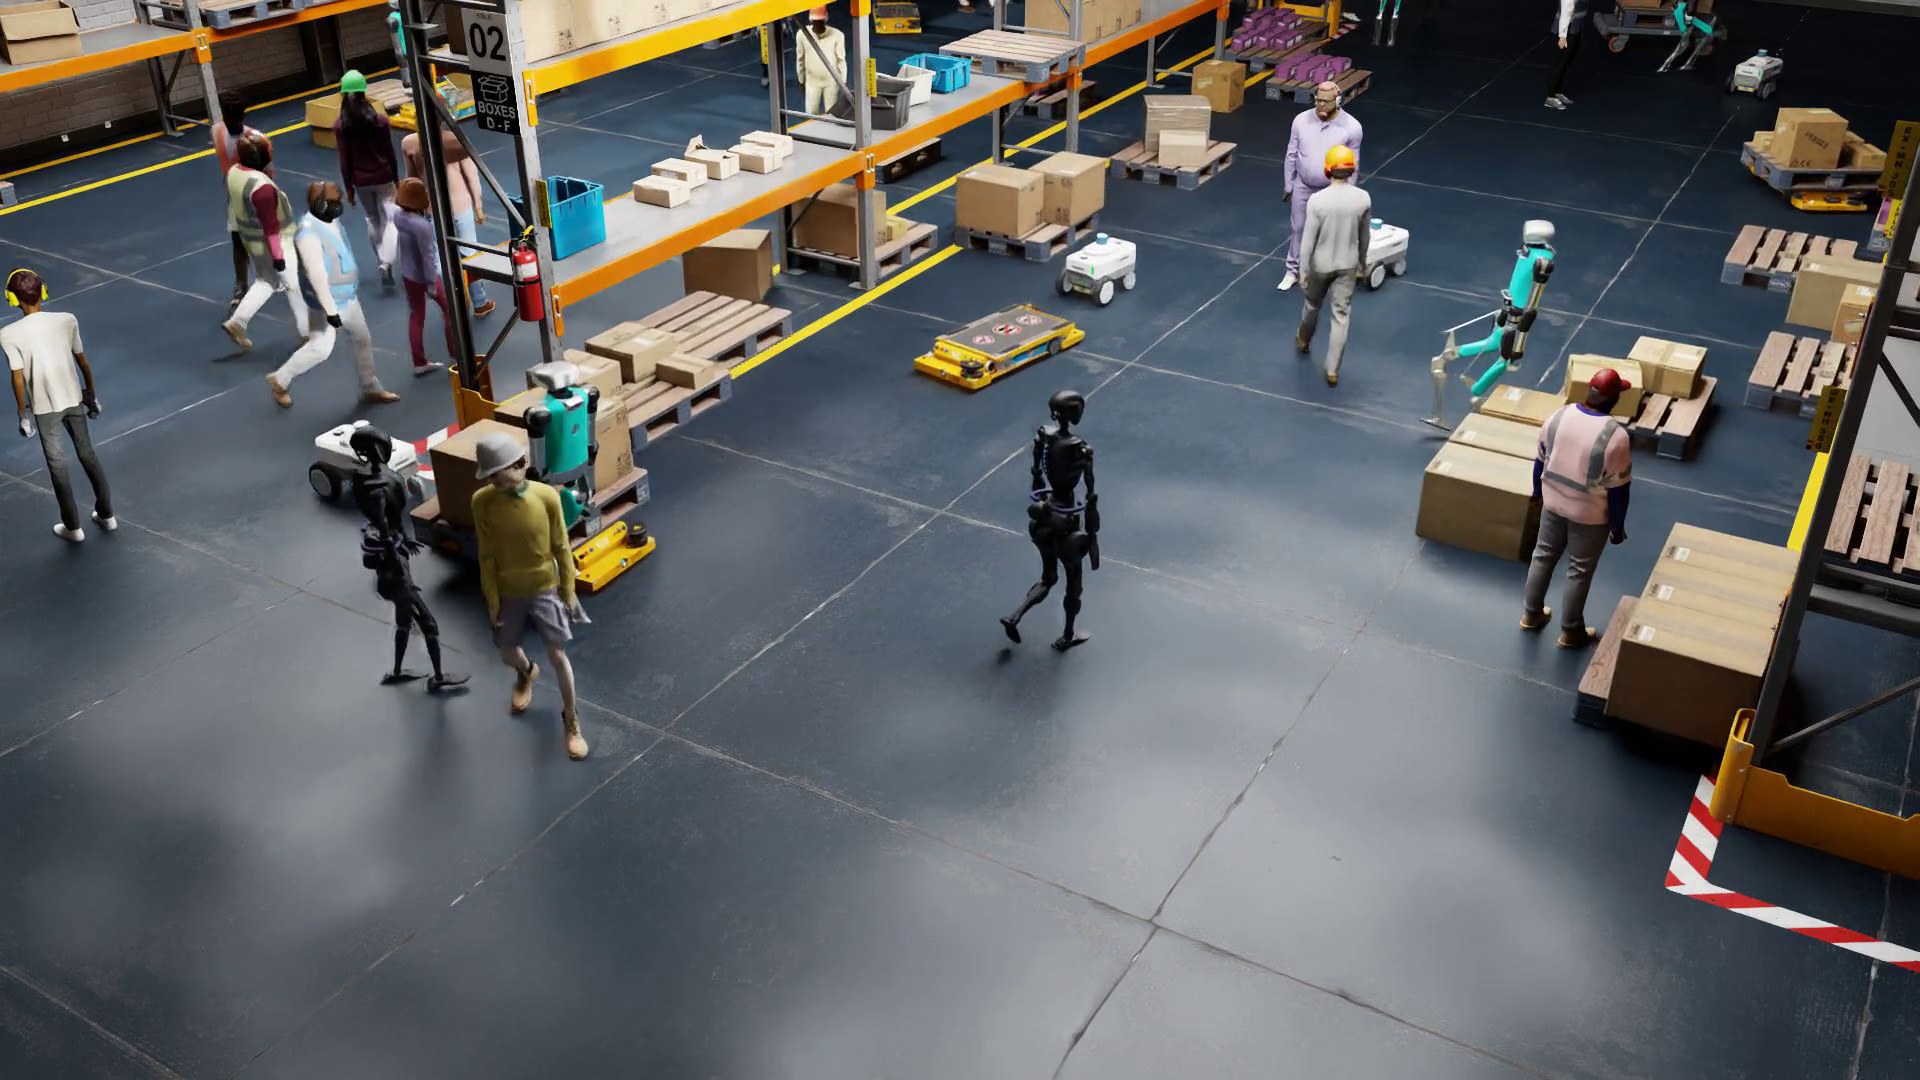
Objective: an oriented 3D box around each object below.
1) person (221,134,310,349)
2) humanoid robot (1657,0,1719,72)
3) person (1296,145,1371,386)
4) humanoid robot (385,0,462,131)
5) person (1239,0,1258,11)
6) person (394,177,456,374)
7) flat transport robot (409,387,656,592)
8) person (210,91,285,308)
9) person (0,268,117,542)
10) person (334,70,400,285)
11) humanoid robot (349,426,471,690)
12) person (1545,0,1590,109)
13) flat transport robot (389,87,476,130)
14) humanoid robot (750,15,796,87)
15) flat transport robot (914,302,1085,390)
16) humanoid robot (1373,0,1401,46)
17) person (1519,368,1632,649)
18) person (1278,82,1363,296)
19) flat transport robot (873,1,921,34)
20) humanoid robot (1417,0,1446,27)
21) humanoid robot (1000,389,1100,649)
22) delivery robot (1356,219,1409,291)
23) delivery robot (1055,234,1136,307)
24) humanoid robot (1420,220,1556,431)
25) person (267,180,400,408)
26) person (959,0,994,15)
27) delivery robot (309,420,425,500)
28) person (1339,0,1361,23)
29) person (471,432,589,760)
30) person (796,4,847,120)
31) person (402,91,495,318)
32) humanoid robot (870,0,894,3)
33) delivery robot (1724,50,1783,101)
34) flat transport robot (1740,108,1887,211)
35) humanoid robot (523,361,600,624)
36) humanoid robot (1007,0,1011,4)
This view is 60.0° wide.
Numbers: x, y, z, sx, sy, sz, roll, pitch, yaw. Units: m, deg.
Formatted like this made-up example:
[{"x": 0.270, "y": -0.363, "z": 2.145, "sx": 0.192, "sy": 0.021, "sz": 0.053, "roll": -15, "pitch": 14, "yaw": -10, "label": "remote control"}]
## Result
[{"x": -5.748, "y": -2.419, "z": 13.659, "sx": 0.764, "sy": 1.821, "sz": 0.627, "roll": -26, "pitch": 38, "yaw": -37, "label": "person"}, {"x": 9.650, "y": -6.953, "z": 21.784, "sx": 0.759, "sy": 1.803, "sz": 0.533, "roll": -2, "pitch": 30, "yaw": -3, "label": "humanoid robot"}, {"x": 2.990, "y": -2.253, "z": 13.323, "sx": 0.605, "sy": 1.845, "sz": 0.984, "roll": 2, "pitch": 30, "yaw": 3, "label": "person"}, {"x": -5.883, "y": -5.156, "z": 18.472, "sx": 0.722, "sy": 1.701, "sz": 0.531, "roll": 7, "pitch": 30, "yaw": 12, "label": "humanoid robot"}, {"x": 4.577, "y": -8.884, "z": 25.187, "sx": 0.447, "sy": 1.714, "sz": 0.601, "roll": -9, "pitch": 31, "yaw": -15, "label": "person"}, {"x": -4.236, "y": -2.131, "z": 13.346, "sx": 0.501, "sy": 1.613, "sz": 0.623, "roll": 23, "pitch": 37, "yaw": 35, "label": "person"}, {"x": -2.793, "y": -0.038, "z": 11.008, "sx": 1.431, "sy": 0.231, "sz": 0.659, "roll": 15, "pitch": 33, "yaw": 24, "label": "flat transport robot"}, {"x": -6.273, "y": -2.984, "z": 14.558, "sx": 0.681, "sy": 1.898, "sz": 0.943, "roll": 7, "pitch": 30, "yaw": 13, "label": "person"}, {"x": -5.915, "y": -0.877, "z": 10.888, "sx": 0.342, "sy": 1.856, "sz": 0.523, "roll": 20, "pitch": 35, "yaw": 32, "label": "person"}, {"x": -5.327, "y": -3.256, "z": 15.025, "sx": 0.475, "sy": 1.918, "sz": 0.794, "roll": -3, "pitch": 30, "yaw": -5, "label": "person"}, {"x": -3.117, "y": 0.088, "z": 9.368, "sx": 0.552, "sy": 1.649, "sz": 0.590, "roll": -8, "pitch": 30, "yaw": -14, "label": "humanoid robot"}, {"x": 7.500, "y": -6.217, "z": 20.425, "sx": 0.450, "sy": 1.755, "sz": 0.772, "roll": 18, "pitch": 34, "yaw": 29, "label": "person"}, {"x": -6.208, "y": -5.260, "z": 20.247, "sx": 0.659, "sy": 0.231, "sz": 1.431, "roll": 16, "pitch": 33, "yaw": 26, "label": "flat transport robot"}, {"x": -2.384, "y": -6.542, "z": 21.090, "sx": 0.589, "sy": 1.644, "sz": 0.351, "roll": -3, "pitch": 30, "yaw": -6, "label": "humanoid robot"}, {"x": 0.341, "y": -1.624, "z": 13.814, "sx": 0.659, "sy": 0.231, "sz": 1.431, "roll": 24, "pitch": 37, "yaw": 36, "label": "flat transport robot"}, {"x": 6.022, "y": -7.737, "z": 23.149, "sx": 0.543, "sy": 1.803, "sz": 0.674, "roll": 12, "pitch": 32, "yaw": 20, "label": "humanoid robot"}, {"x": 3.639, "y": -0.194, "z": 9.777, "sx": 0.420, "sy": 1.750, "sz": 0.625, "roll": -20, "pitch": 35, "yaw": -32, "label": "person"}, {"x": 3.185, "y": -3.118, "z": 14.795, "sx": 0.652, "sy": 1.906, "sz": 0.409, "roll": 12, "pitch": 32, "yaw": 20, "label": "person"}, {"x": -0.942, "y": -7.733, "z": 24.621, "sx": 0.659, "sy": 0.231, "sz": 1.431, "roll": -2, "pitch": 30, "yaw": -4, "label": "flat transport robot"}, {"x": 6.945, "y": -8.345, "z": 24.277, "sx": 0.372, "sy": 1.646, "sz": 0.592, "roll": -23, "pitch": 37, "yaw": -35, "label": "humanoid robot"}, {"x": 0.535, "y": -0.078, "z": 9.645, "sx": 0.506, "sy": 1.642, "sz": 0.587, "roll": -20, "pitch": 35, "yaw": -32, "label": "humanoid robot"}, {"x": 3.794, "y": -2.650, "z": 15.352, "sx": 0.799, "sy": 0.608, "sz": 0.499, "roll": -24, "pitch": 37, "yaw": -36, "label": "delivery robot"}, {"x": 1.260, "y": -2.463, "z": 15.000, "sx": 0.499, "sy": 0.586, "sz": 0.773, "roll": 23, "pitch": 36, "yaw": 34, "label": "delivery robot"}, {"x": 3.787, "y": -1.469, "z": 12.098, "sx": 1.038, "sy": 1.755, "sz": 0.543, "roll": 2, "pitch": 30, "yaw": 3, "label": "humanoid robot"}, {"x": -4.902, "y": -1.851, "z": 12.679, "sx": 0.883, "sy": 1.805, "sz": 0.643, "roll": 1, "pitch": 29, "yaw": 2, "label": "person"}, {"x": 0.255, "y": -8.813, "z": 24.902, "sx": 0.660, "sy": 1.879, "sz": 0.904, "roll": -16, "pitch": 33, "yaw": -26, "label": "person"}, {"x": -4.146, "y": -0.553, "z": 11.621, "sx": 0.773, "sy": 0.586, "sz": 0.499, "roll": 16, "pitch": 33, "yaw": 26, "label": "delivery robot"}, {"x": 5.715, "y": -8.514, "z": 24.420, "sx": 0.678, "sy": 1.822, "sz": 0.525, "roll": 24, "pitch": 38, "yaw": 36, "label": "person"}, {"x": -2.296, "y": 0.248, "z": 8.892, "sx": 0.503, "sy": 1.850, "sz": 0.692, "roll": -6, "pitch": 30, "yaw": -10, "label": "person"}, {"x": -1.537, "y": -5.113, "z": 18.495, "sx": 0.568, "sy": 1.737, "sz": 0.382, "roll": 1, "pitch": 29, "yaw": 2, "label": "person"}, {"x": -4.388, "y": -2.866, "z": 14.259, "sx": 0.610, "sy": 1.996, "sz": 0.377, "roll": -1, "pitch": 29, "yaw": -2, "label": "person"}, {"x": -1.218, "y": -9.147, "z": 25.677, "sx": 0.599, "sy": 1.657, "sz": 0.315, "roll": 16, "pitch": 33, "yaw": 27, "label": "humanoid robot"}, {"x": 10.108, "y": -5.915, "z": 21.103, "sx": 0.741, "sy": 0.584, "sz": 0.521, "roll": -25, "pitch": 38, "yaw": -37, "label": "delivery robot"}, {"x": 8.998, "y": -3.791, "z": 17.648, "sx": 0.659, "sy": 0.231, "sz": 1.431, "roll": 1, "pitch": 30, "yaw": 2, "label": "flat transport robot"}, {"x": -2.509, "y": -0.266, "z": 9.931, "sx": 0.795, "sy": 1.782, "sz": 0.539, "roll": 17, "pitch": 34, "yaw": 28, "label": "humanoid robot"}, {"x": 0.834, "y": -9.211, "z": 25.781, "sx": 0.534, "sy": 1.758, "sz": 0.964, "roll": 14, "pitch": 32, "yaw": 23, "label": "humanoid robot"}]
